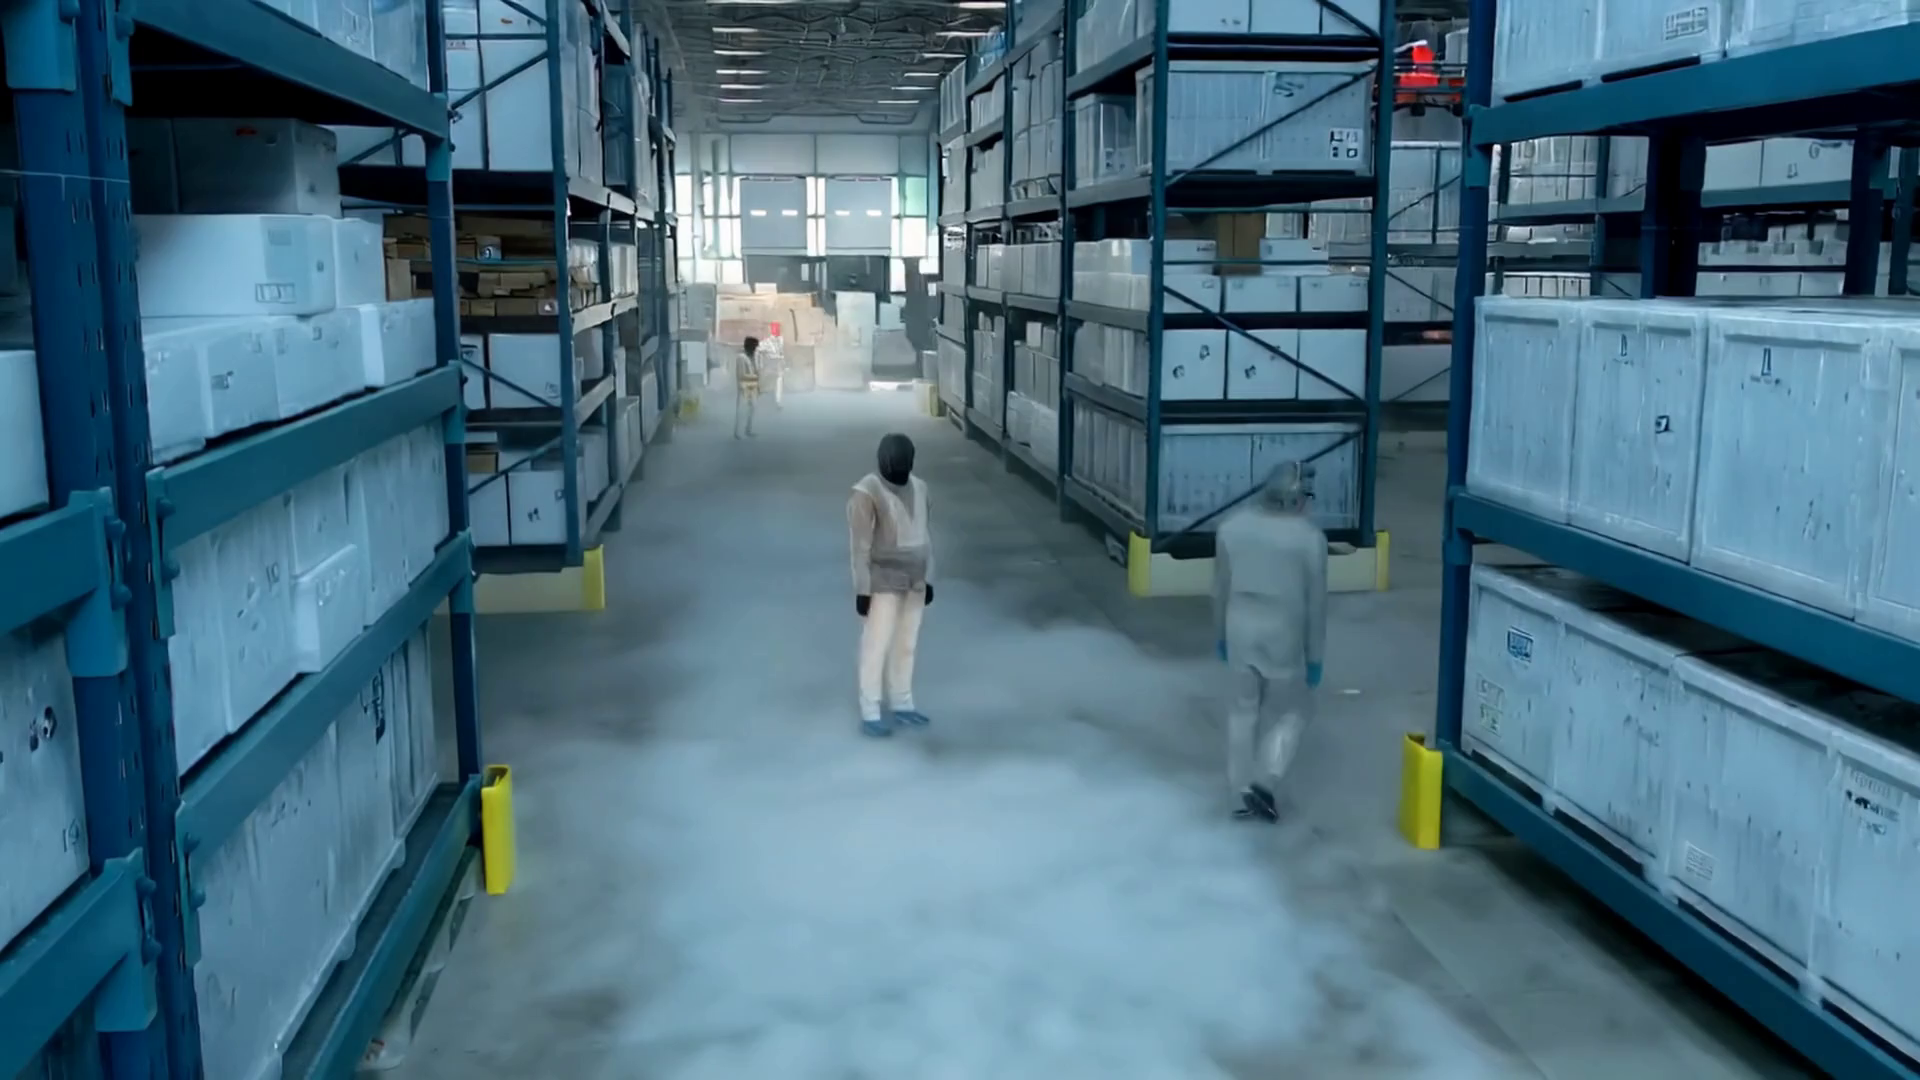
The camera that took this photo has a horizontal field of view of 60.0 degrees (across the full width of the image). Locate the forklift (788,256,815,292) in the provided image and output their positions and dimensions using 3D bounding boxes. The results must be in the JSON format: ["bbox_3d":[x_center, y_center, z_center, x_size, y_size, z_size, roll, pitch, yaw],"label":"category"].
[{"bbox_3d":[-5.632,-8.715,59.305,1.129,2.768,1.873,-7,12,-35],"label":"forklift"}]

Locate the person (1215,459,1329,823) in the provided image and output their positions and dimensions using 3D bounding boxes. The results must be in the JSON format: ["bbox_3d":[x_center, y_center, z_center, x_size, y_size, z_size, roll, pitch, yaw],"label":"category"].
[{"bbox_3d":[1.553,0.526,8.407,0.682,1.880,0.450,7,12,36],"label":"person"}]

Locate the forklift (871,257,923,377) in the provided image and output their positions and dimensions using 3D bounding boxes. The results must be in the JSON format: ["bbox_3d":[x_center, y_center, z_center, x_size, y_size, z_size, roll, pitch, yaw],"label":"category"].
[{"bbox_3d":[-1.133,-5.266,39.221,1.873,2.768,1.129,0,10,2],"label":"forklift"}]

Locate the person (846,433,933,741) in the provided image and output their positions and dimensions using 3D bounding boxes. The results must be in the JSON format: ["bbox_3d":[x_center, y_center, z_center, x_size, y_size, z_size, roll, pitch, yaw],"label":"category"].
[{"bbox_3d":[-0.391,0.270,10.024,0.429,1.839,0.633,9,13,42],"label":"person"}]

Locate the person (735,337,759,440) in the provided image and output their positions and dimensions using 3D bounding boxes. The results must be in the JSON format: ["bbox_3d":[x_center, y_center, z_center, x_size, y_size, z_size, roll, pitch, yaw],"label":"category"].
[{"bbox_3d":[-3.326,-2.366,26.000,0.377,1.624,0.546,6,12,33],"label":"person"}]

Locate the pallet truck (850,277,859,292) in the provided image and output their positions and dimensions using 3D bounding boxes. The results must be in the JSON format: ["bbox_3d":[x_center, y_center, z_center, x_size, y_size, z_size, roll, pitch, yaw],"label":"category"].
[{"bbox_3d":[-3.782,-9.391,65.808,1.885,1.965,0.823,2,10,10],"label":"pallet truck"}]

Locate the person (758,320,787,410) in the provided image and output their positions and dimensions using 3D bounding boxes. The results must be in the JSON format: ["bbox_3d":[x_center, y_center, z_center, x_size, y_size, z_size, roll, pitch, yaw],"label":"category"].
[{"bbox_3d":[-3.500,-3.267,31.048,0.480,1.684,0.538,9,13,43],"label":"person"}]

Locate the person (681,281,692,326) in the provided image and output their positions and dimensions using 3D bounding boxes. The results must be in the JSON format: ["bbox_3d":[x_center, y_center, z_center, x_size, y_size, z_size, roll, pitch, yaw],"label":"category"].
[{"bbox_3d":[-10.429,-9.033,64.018,0.589,1.897,0.672,7,12,33],"label":"person"}]
